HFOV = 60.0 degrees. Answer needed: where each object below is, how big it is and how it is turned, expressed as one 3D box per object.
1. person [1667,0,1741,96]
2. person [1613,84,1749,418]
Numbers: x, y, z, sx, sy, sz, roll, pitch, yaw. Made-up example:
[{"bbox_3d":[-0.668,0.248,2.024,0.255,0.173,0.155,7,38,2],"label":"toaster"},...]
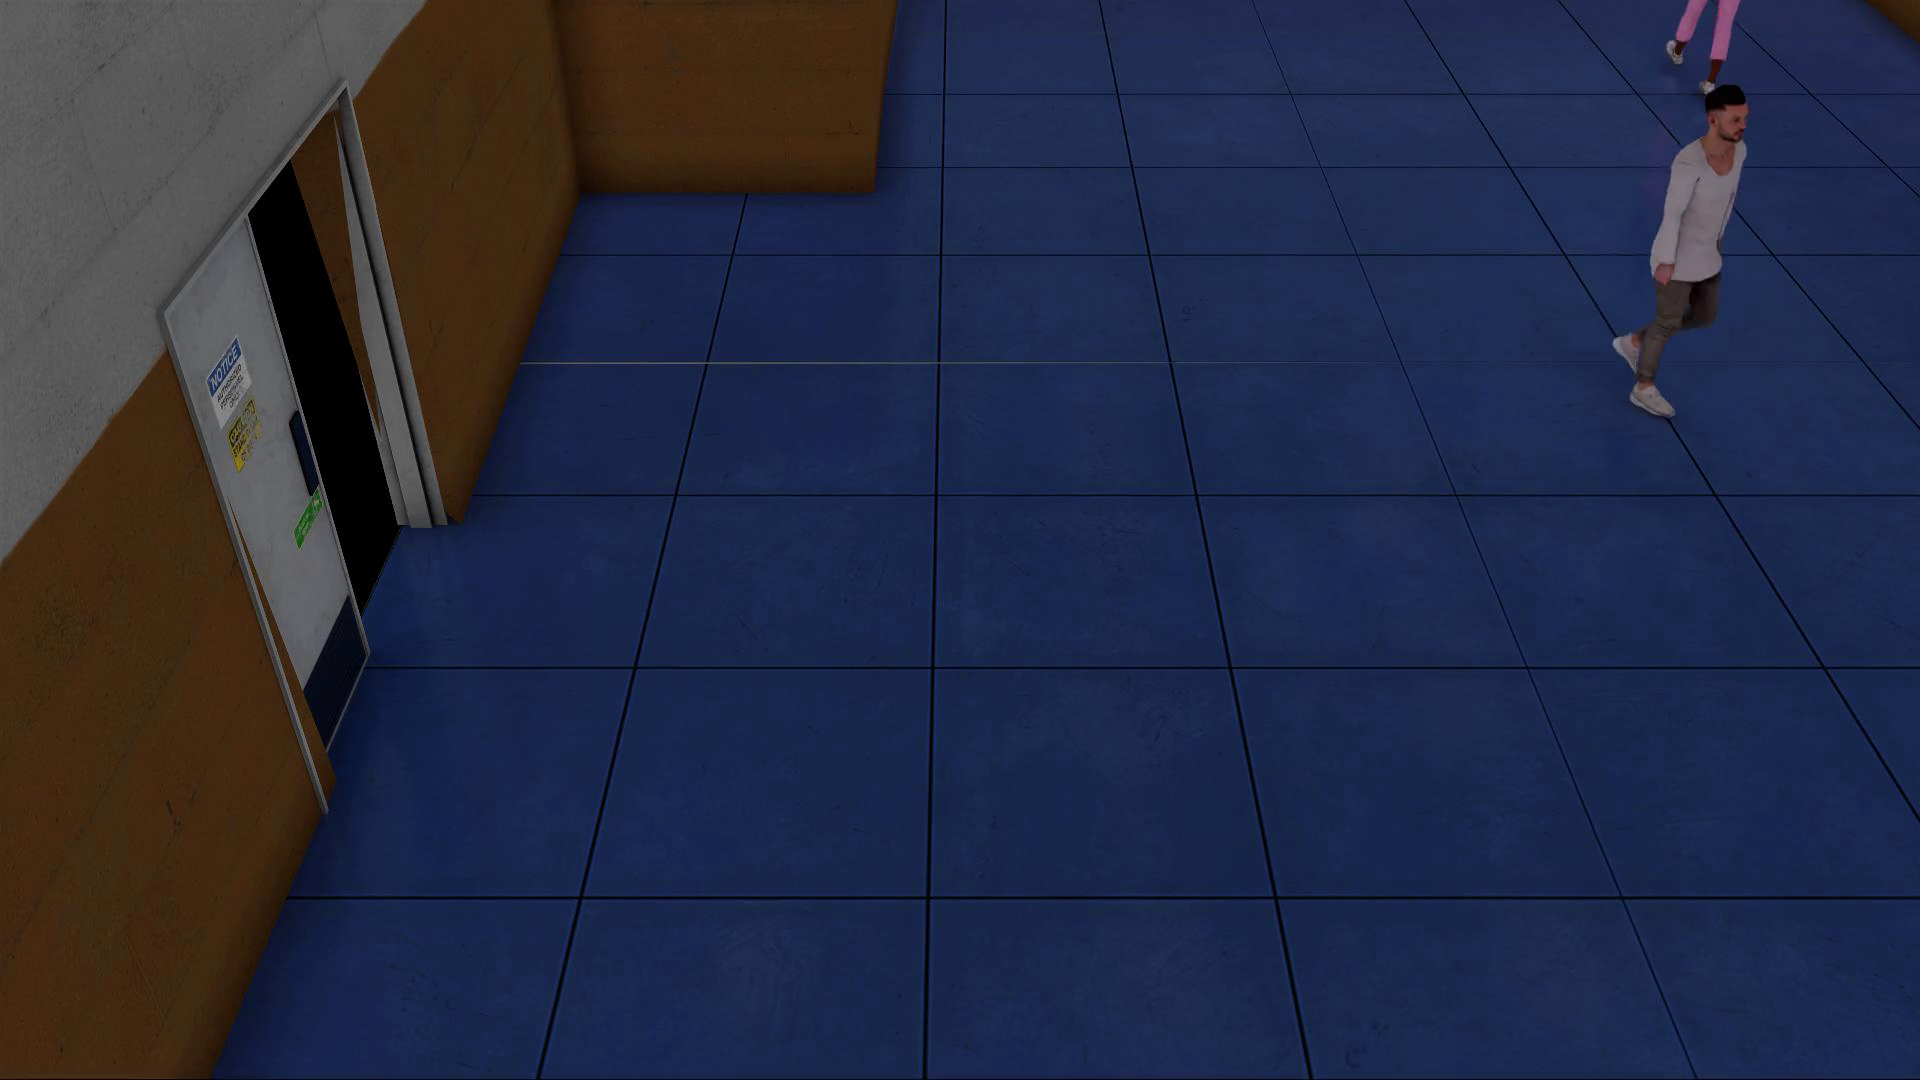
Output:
[{"bbox_3d":[5.688,-4.152,12.333,1.110,1.692,0.727,3,37,4],"label":"person"},{"bbox_3d":[3.767,-1.543,8.744,0.878,1.828,0.935,-22,42,-27],"label":"person"}]
